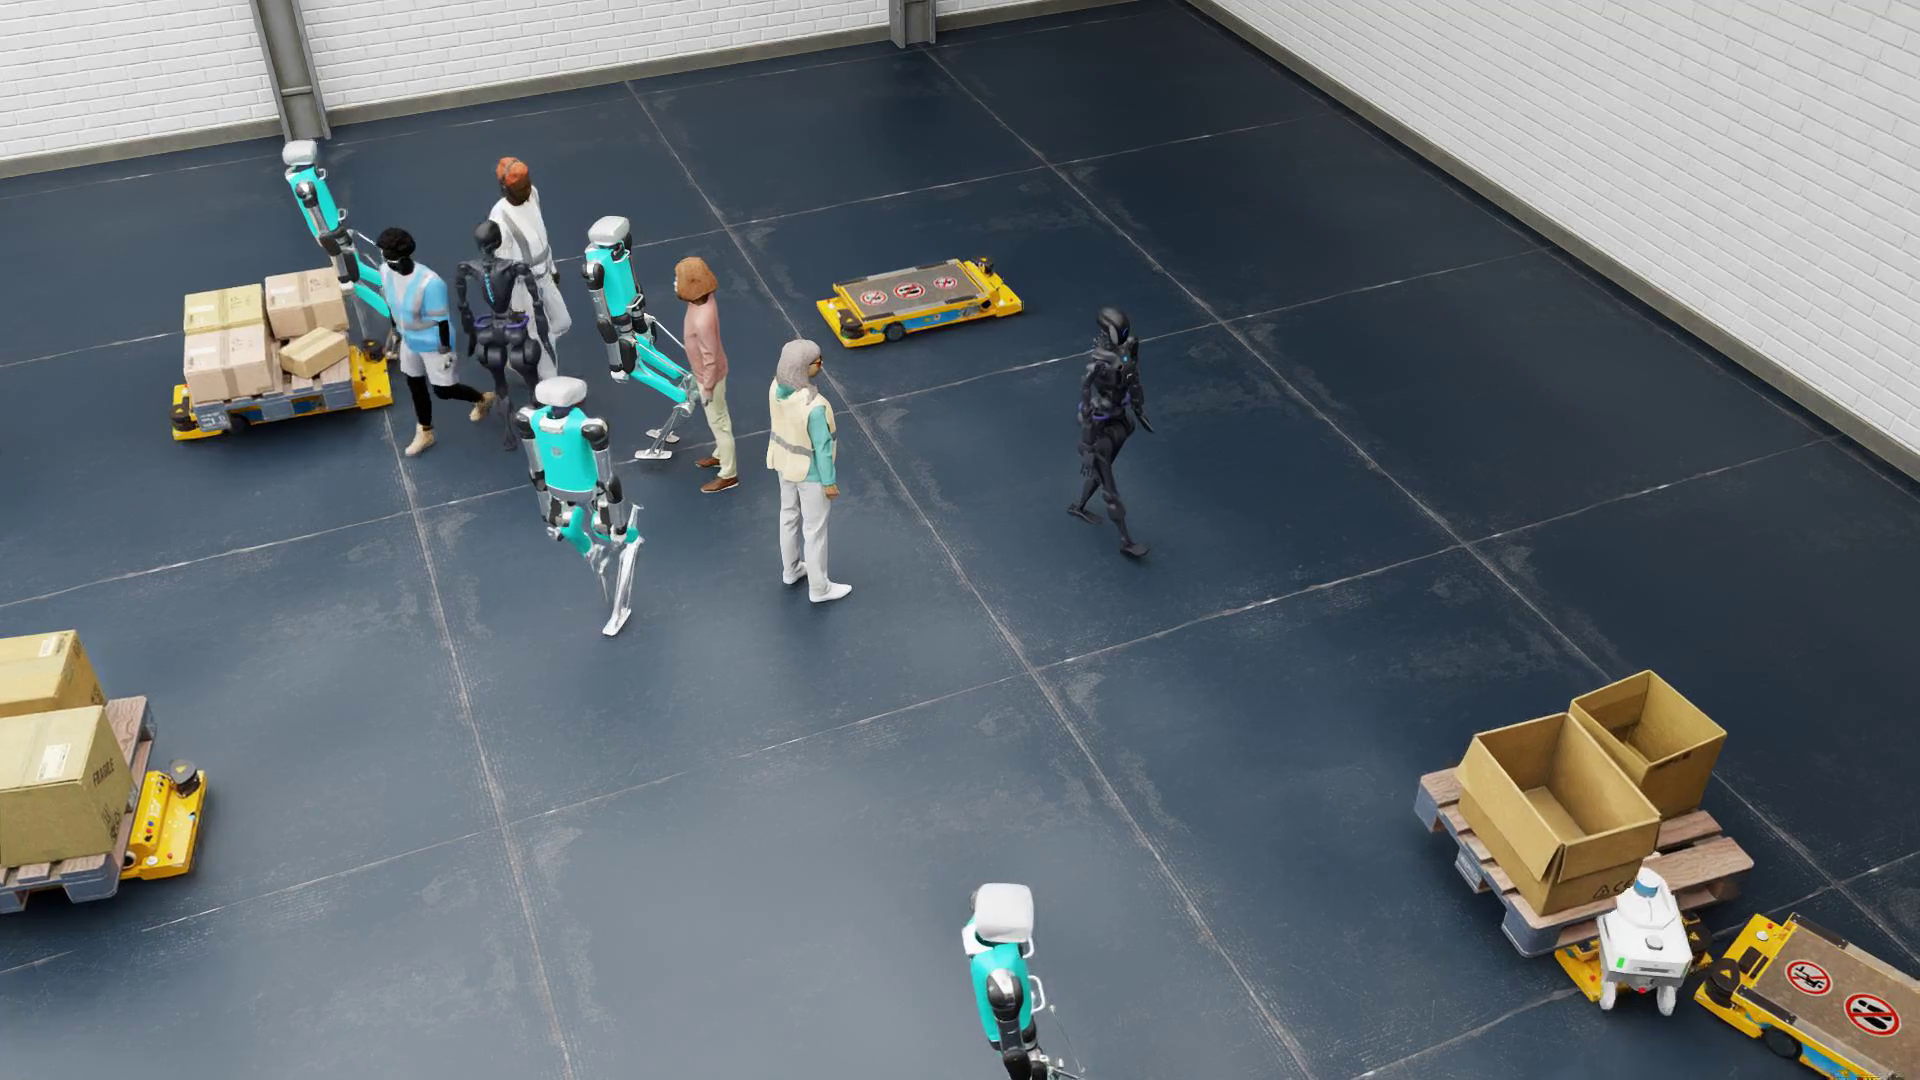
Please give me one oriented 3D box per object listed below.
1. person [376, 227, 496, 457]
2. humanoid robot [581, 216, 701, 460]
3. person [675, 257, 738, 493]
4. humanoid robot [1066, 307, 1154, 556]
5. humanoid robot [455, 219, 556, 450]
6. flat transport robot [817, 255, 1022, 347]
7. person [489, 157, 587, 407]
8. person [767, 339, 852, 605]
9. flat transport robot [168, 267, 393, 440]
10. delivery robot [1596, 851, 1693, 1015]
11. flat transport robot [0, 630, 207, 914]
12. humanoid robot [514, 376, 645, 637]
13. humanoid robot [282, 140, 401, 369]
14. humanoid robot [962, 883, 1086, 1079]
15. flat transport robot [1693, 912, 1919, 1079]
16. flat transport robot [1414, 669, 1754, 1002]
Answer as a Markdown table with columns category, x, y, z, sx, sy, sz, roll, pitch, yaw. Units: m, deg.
| category | x | y | z | sx | sy | sz | roll | pitch | yaw |
| --- | --- | --- | --- | --- | --- | --- | --- | --- | --- |
| person | -3.445 | -1.333 | 10.854 | 0.567 | 1.670 | 0.600 | 23 | 43 | 27 |
| humanoid robot | -1.939 | -1.247 | 10.587 | 0.735 | 1.672 | 0.533 | 9 | 38 | 11 |
| person | -1.602 | -1.046 | 10.512 | 0.281 | 1.632 | 0.500 | -6 | 38 | -8 |
| humanoid robot | 0.956 | -0.677 | 10.025 | 0.735 | 1.632 | 0.601 | 27 | 45 | 31 |
| humanoid robot | -2.953 | -1.298 | 10.809 | 0.599 | 1.641 | 0.374 | 2 | 38 | 3 |
| flat transport robot | -0.311 | -1.818 | 12.640 | 1.431 | 0.231 | 0.659 | -14 | 40 | -18 |
| person | -2.911 | -1.734 | 11.218 | 0.496 | 1.870 | 0.600 | 7 | 38 | 9 |
| person | -0.908 | -0.388 | 9.594 | 0.366 | 1.710 | 0.470 | -29 | 46 | -32 |
| flat transport robot | -4.753 | -1.060 | 11.653 | 1.431 | 0.231 | 0.659 | -12 | 39 | -15 |
| delivery robot | 3.129 | 1.770 | 7.728 | 0.499 | 0.586 | 0.772 | 4 | 38 | 5 |
| flat transport robot | -4.594 | 1.486 | 8.339 | 1.431 | 0.231 | 0.659 | -7 | 38 | -9 |
| humanoid robot | -2.031 | -0.180 | 9.397 | 0.548 | 1.913 | 0.722 | 11 | 39 | 14 |
| humanoid robot | -4.151 | -1.929 | 11.658 | 0.764 | 1.866 | 0.531 | -12 | 39 | -15 |
| humanoid robot | 0.385 | 2.001 | 6.512 | 0.746 | 1.835 | 0.540 | -5 | 38 | -7 |
| flat transport robot | 4.104 | 2.218 | 7.386 | 1.431 | 0.231 | 0.659 | 31 | 47 | 34 |
| flat transport robot | 2.978 | 1.594 | 8.199 | 0.659 | 0.231 | 1.431 | -11 | 39 | -14 |
